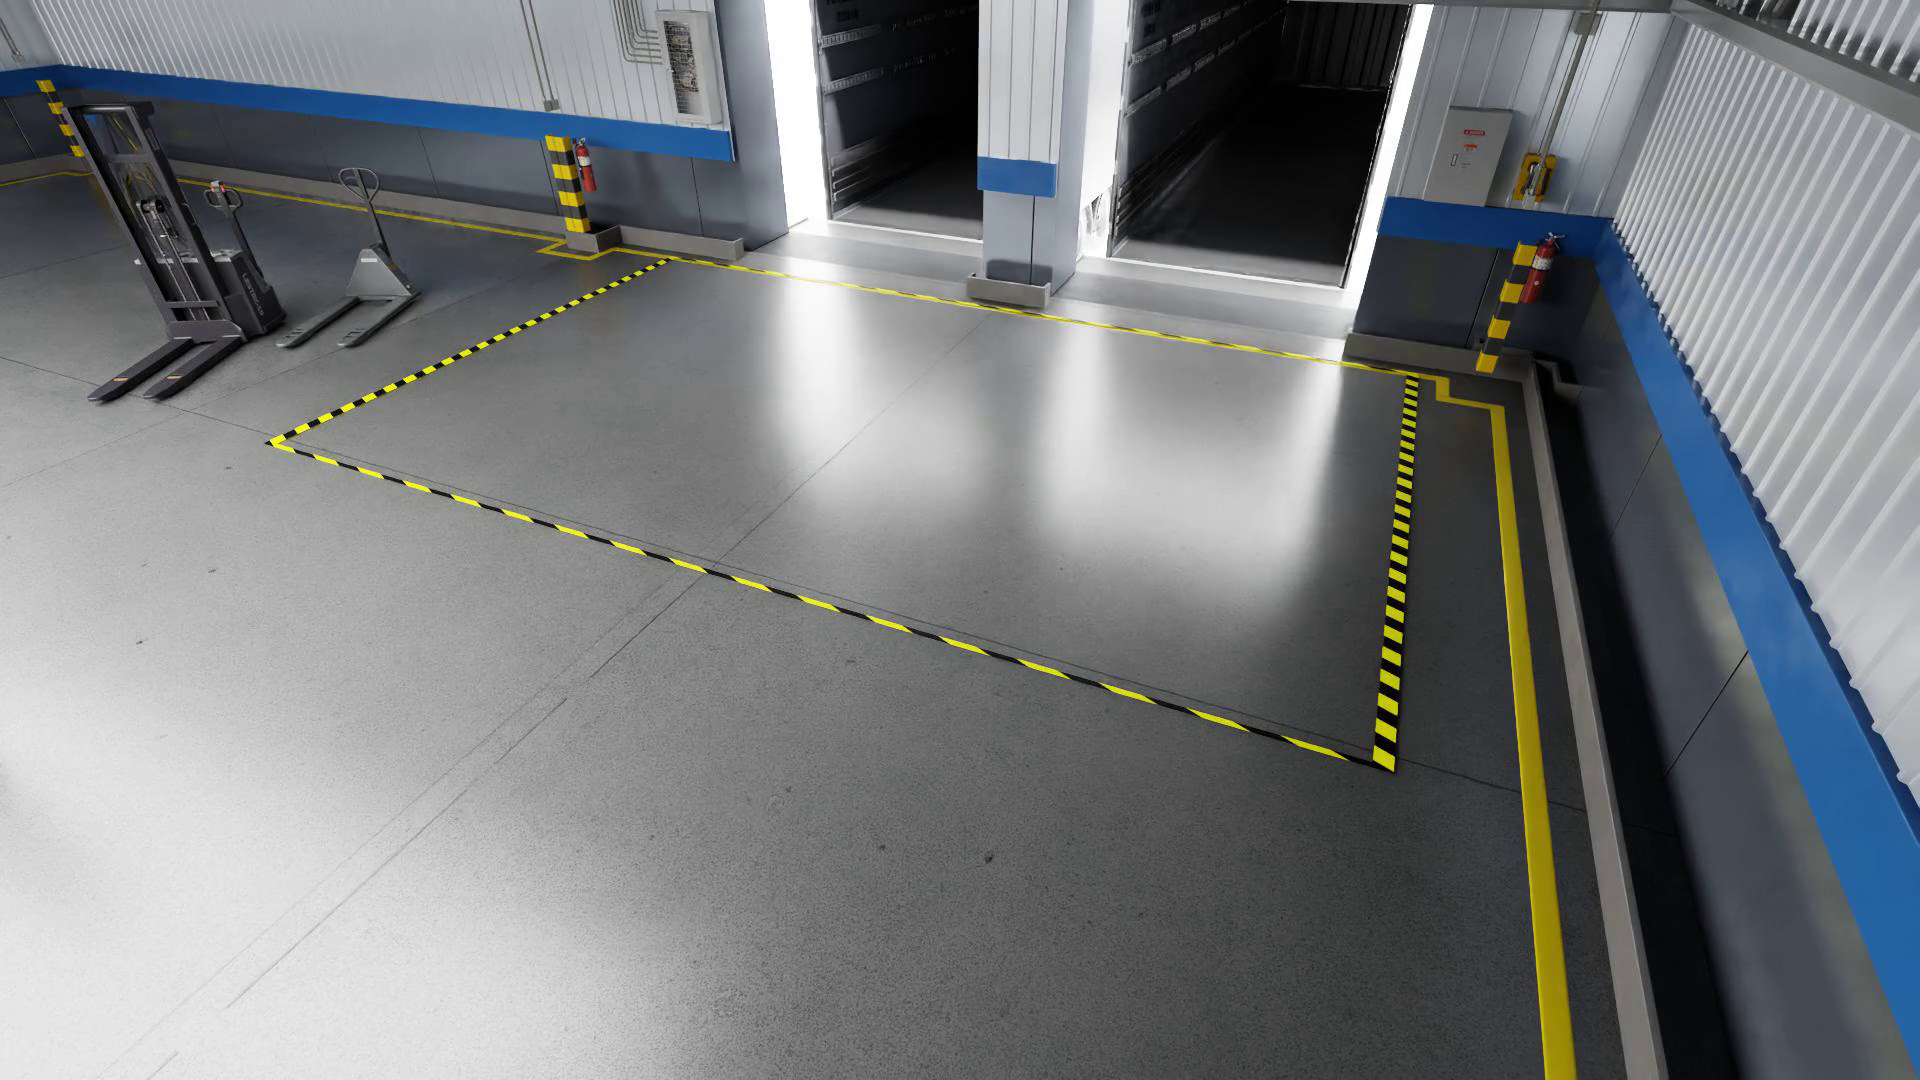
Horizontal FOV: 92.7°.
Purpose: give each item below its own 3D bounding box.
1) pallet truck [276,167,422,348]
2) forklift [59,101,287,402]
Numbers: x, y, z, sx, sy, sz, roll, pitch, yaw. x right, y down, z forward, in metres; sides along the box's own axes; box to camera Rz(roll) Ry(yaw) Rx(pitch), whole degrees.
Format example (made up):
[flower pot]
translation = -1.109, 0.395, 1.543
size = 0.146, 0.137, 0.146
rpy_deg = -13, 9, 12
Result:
[pallet truck]
translation = -5.732, -2.611, 8.414
size = 0.680, 1.201, 1.601
rpy_deg = -1, 35, -1
[forklift]
translation = -6.686, -2.387, 7.434
size = 0.823, 1.965, 1.885
rpy_deg = -3, 35, -5
